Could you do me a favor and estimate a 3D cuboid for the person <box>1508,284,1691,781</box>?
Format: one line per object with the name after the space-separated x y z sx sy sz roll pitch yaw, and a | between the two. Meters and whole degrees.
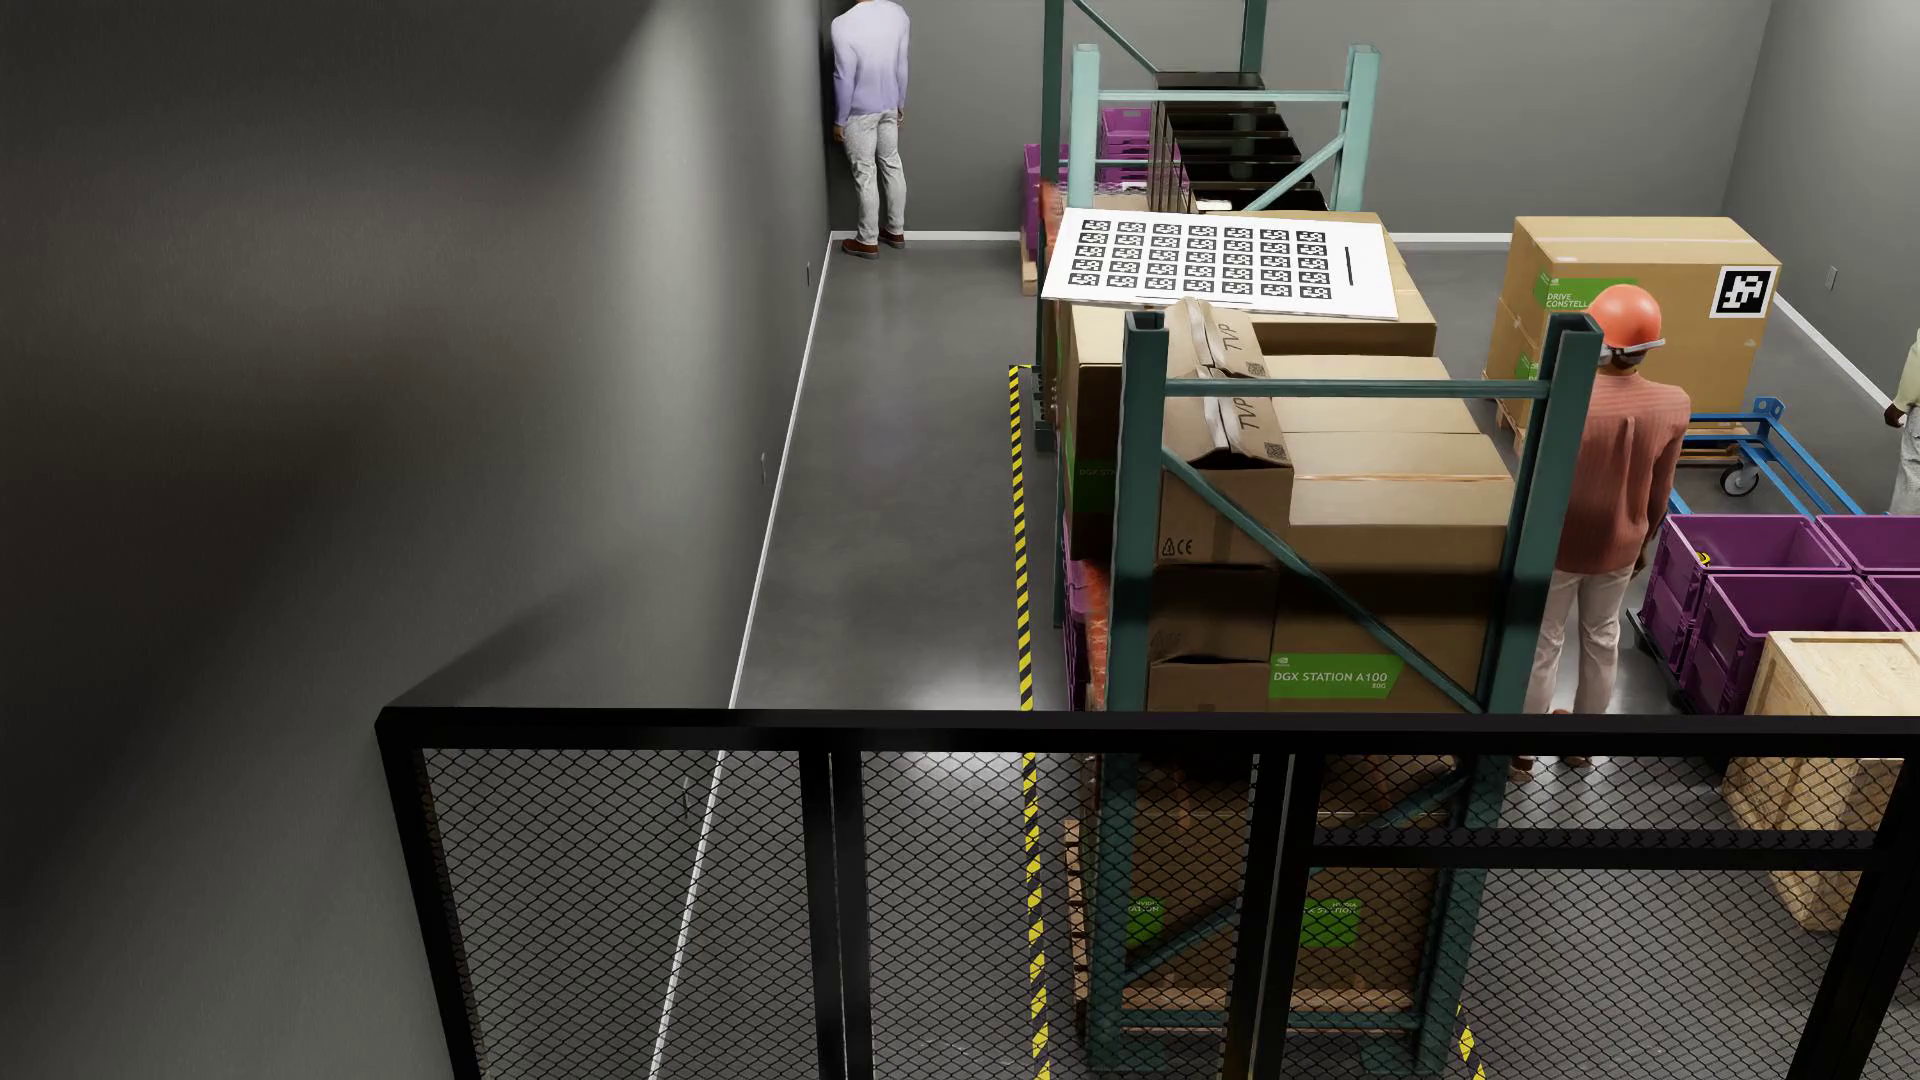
2.289 0.003 6.155 0.612 1.996 0.386 -6 32 -10 | person

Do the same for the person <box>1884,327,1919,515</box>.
4.444 -0.647 7.390 0.588 1.835 0.403 2 31 4 | person

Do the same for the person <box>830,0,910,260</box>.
-0.589 -2.816 10.893 0.353 1.937 0.635 27 40 37 | person
